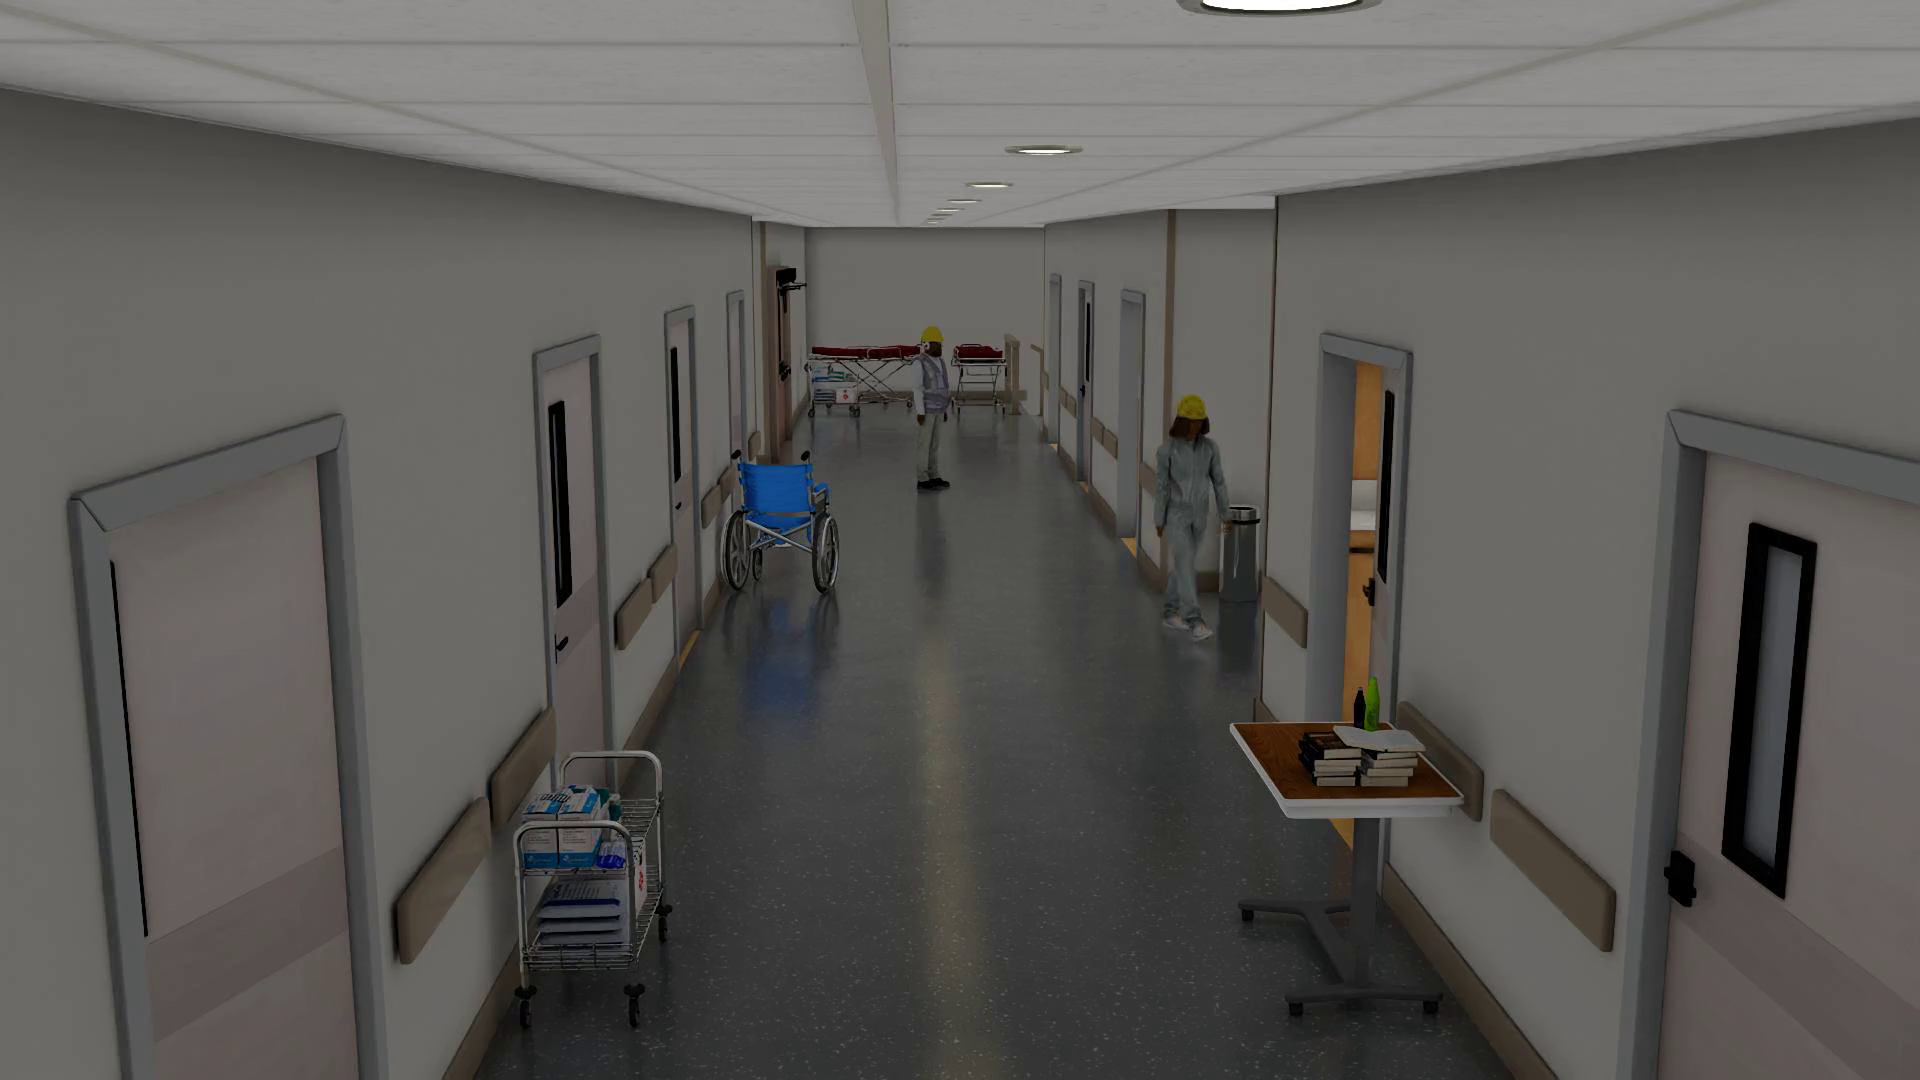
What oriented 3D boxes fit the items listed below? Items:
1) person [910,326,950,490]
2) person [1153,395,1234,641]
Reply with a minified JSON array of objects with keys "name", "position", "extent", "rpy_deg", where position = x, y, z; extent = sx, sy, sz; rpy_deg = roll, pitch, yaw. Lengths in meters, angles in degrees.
[{"name":"person","position":[-0.312,-1.483,18.700],"extent":[0.403,1.834,0.588],"rpy_deg":[5,12,28]},{"name":"person","position":[1.650,-0.150,11.615],"extent":[0.507,1.702,0.864],"rpy_deg":[-5,11,-26]}]
